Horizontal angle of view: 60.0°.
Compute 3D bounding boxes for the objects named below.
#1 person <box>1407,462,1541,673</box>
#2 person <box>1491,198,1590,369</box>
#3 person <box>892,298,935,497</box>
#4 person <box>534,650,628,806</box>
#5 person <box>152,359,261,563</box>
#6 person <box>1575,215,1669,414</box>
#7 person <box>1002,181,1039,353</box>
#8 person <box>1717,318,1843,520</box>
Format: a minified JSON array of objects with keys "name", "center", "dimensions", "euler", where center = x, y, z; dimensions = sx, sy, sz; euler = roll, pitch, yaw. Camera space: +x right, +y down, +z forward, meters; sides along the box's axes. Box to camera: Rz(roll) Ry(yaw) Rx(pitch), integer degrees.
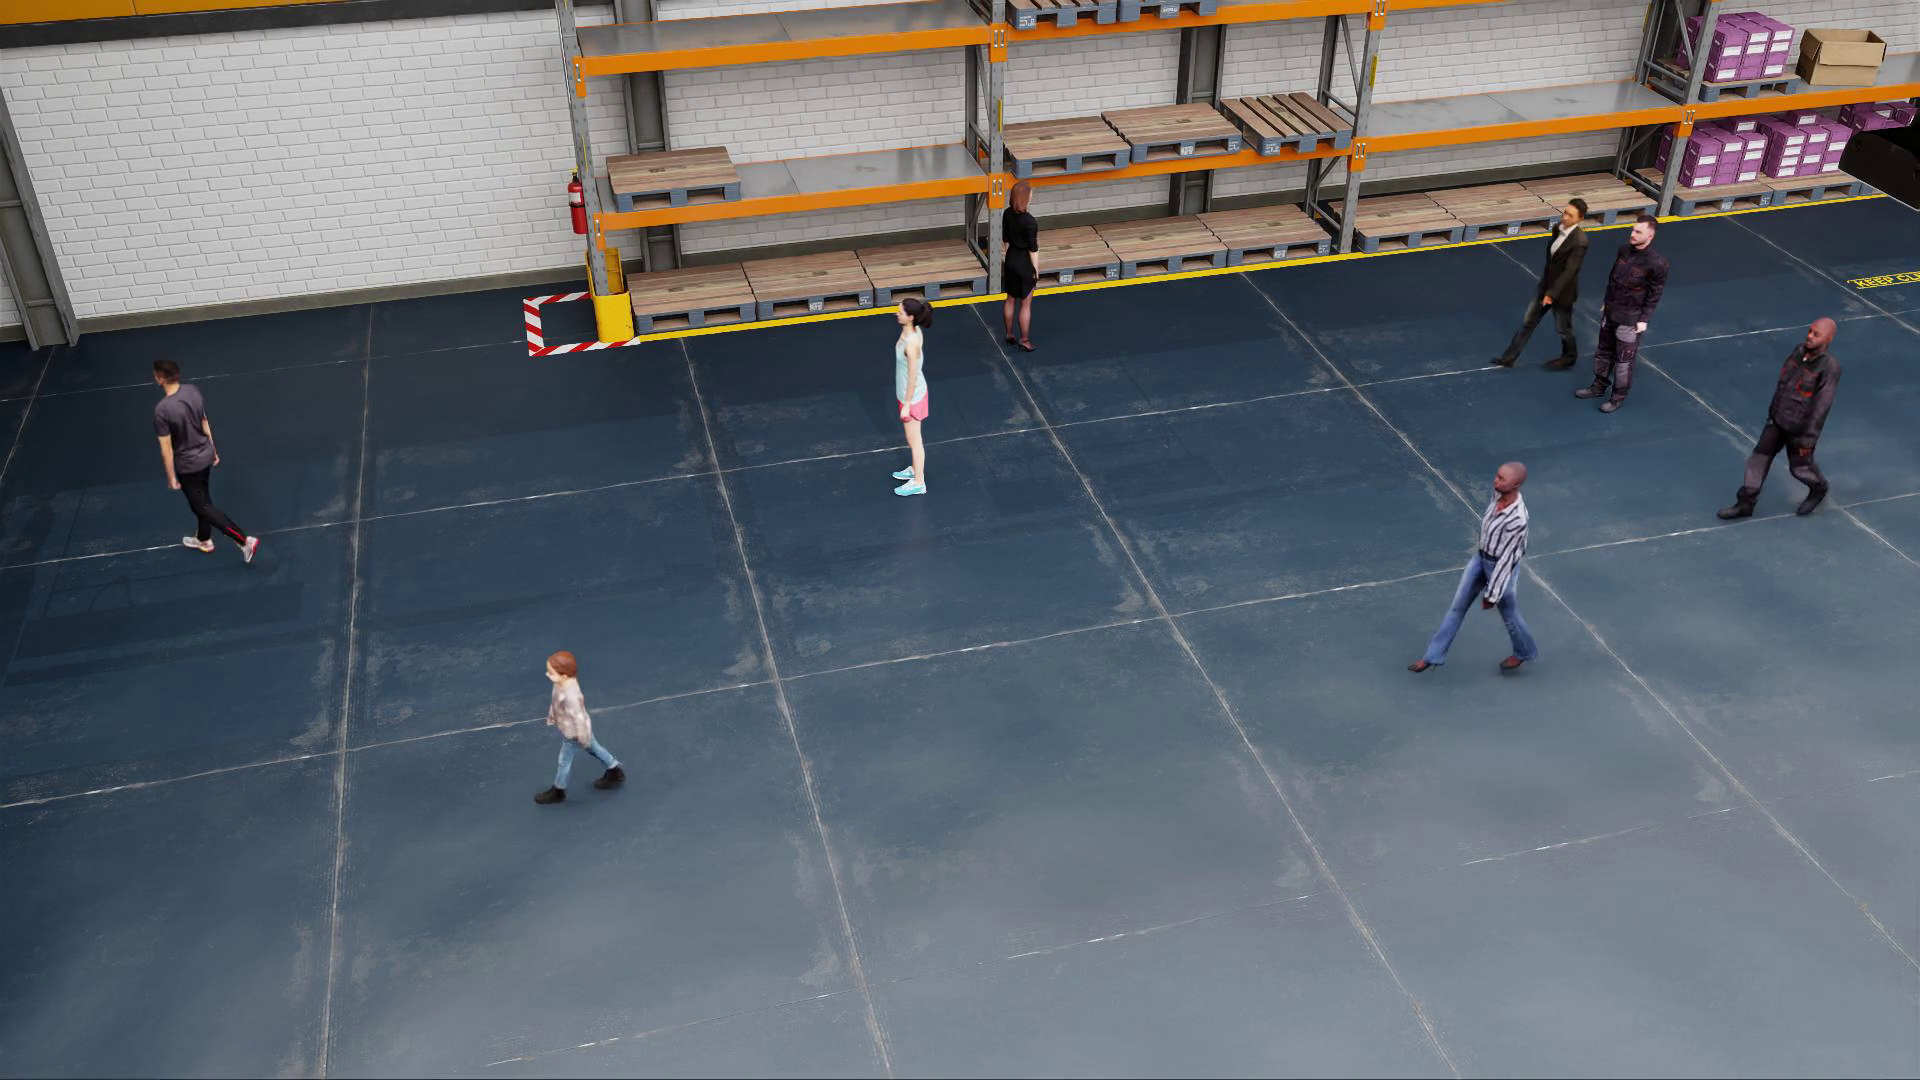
[{"name":"person","center":[3.807,0.253,11.572],"dimensions":[1.197,1.742,0.729],"euler":[-5,34,-7]},{"name":"person","center":[5.637,-2.330,15.445],"dimensions":[1.116,1.755,0.737],"euler":[-9,35,-13]},{"name":"person","center":[-0.408,-1.191,13.723],"dimensions":[0.652,1.765,0.635],"euler":[-1,34,-2]},{"name":"person","center":[-2.425,1.181,10.692],"dimensions":[0.819,1.169,0.478],"euler":[-10,35,-15]},{"name":"person","center":[-5.849,-0.579,12.823],"dimensions":[1.174,1.743,1.006],"euler":[10,35,15]},{"name":"person","center":[5.996,-2.063,14.952],"dimensions":[0.672,1.857,0.757],"euler":[-15,36,-21]},{"name":"person","center":[0.574,-2.613,15.916],"dimensions":[0.646,1.706,0.655],"euler":[-26,42,-34]},{"name":"person","center":[6.796,-0.964,13.339],"dimensions":[1.218,1.812,0.746],"euler":[-12,35,-17]}]
